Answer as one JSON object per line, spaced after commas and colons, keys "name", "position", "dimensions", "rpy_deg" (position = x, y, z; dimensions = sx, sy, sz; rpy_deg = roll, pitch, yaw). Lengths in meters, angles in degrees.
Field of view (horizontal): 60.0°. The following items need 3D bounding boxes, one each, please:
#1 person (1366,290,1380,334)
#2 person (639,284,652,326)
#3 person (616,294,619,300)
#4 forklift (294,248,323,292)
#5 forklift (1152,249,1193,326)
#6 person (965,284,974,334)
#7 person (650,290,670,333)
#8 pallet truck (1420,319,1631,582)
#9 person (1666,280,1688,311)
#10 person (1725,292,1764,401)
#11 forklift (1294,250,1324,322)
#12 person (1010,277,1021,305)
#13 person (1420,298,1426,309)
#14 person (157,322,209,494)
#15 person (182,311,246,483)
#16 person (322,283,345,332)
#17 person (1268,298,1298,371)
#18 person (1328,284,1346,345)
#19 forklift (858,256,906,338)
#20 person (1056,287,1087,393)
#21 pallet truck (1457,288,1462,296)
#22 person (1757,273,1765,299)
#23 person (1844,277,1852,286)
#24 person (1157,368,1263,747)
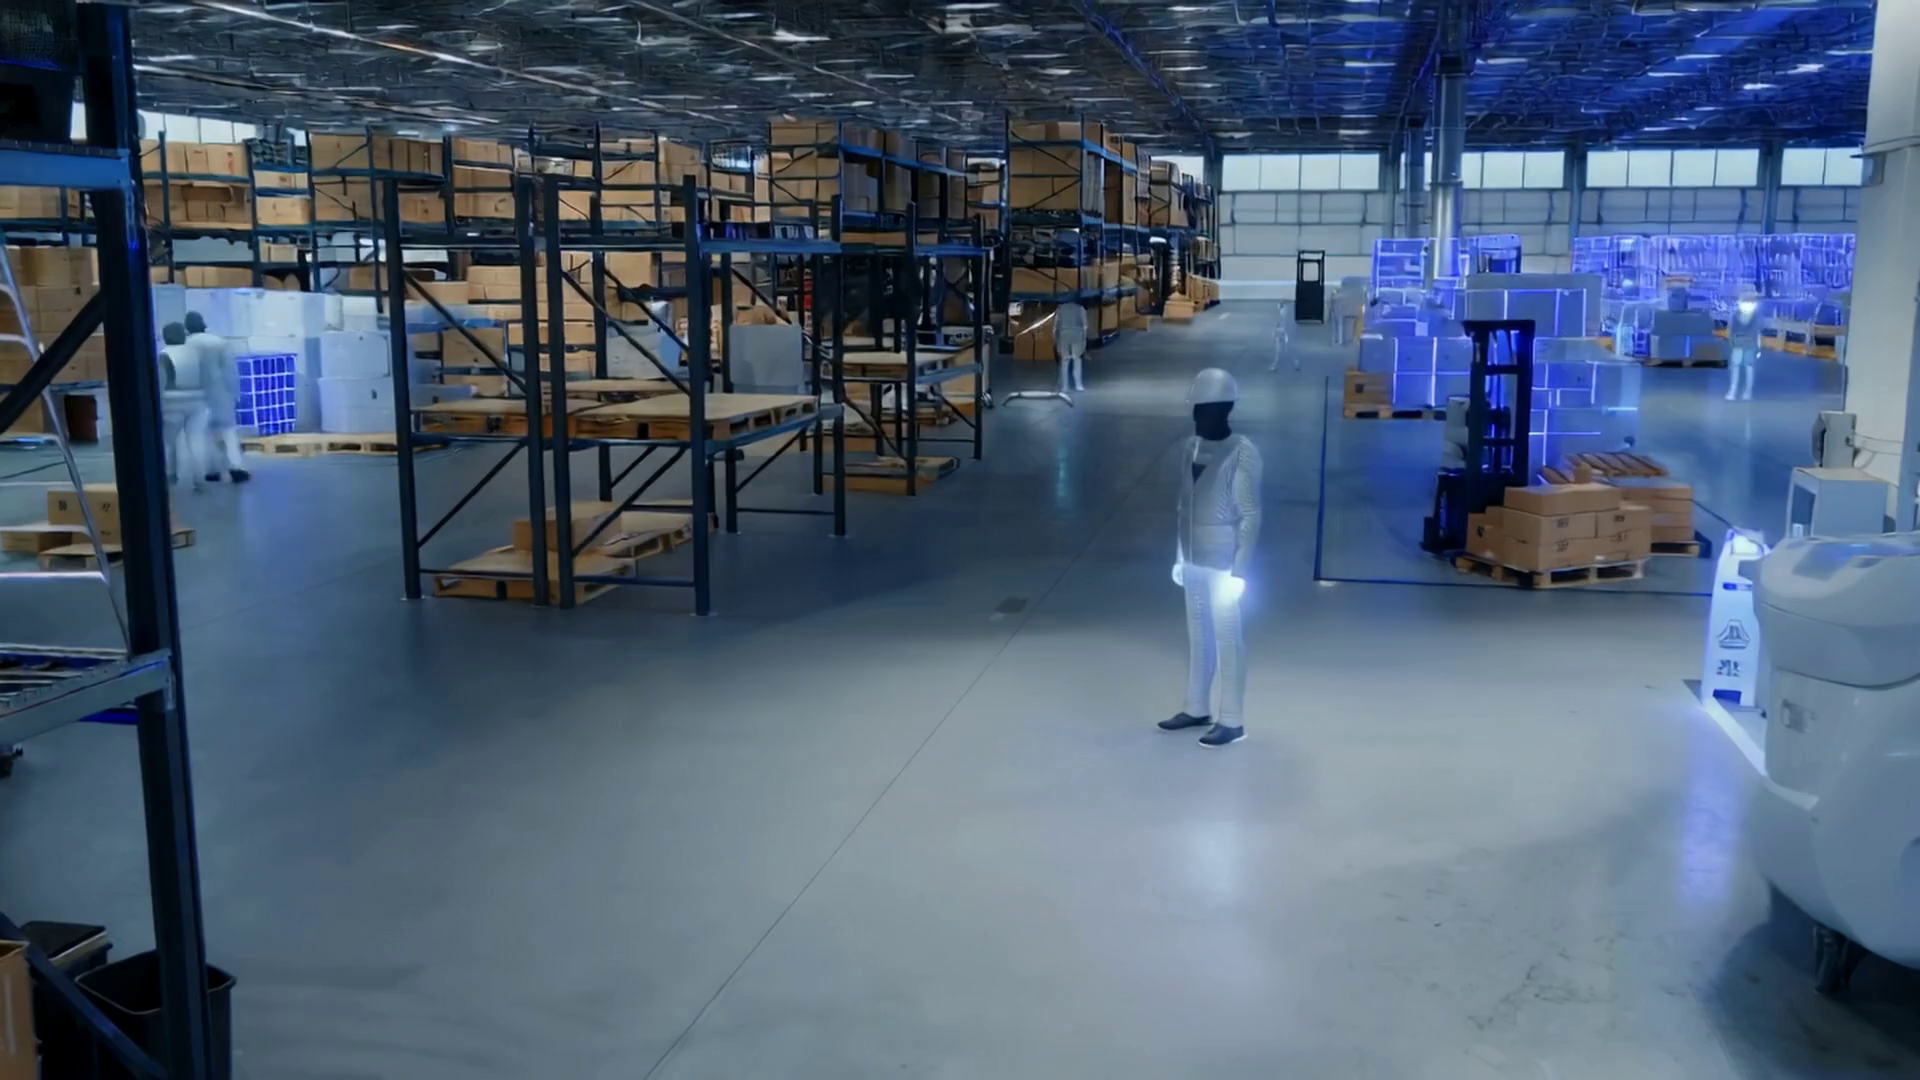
{"name": "person", "position": [8.553, -4.211, 34.182], "dimensions": [0.669, 1.858, 0.509], "rpy_deg": [3, 10, 19]}
{"name": "person", "position": [-7.622, -5.197, 39.898], "dimensions": [0.678, 1.898, 0.591], "rpy_deg": [0, 10, -2]}
{"name": "person", "position": [-8.478, -5.247, 40.973], "dimensions": [0.524, 1.631, 0.321], "rpy_deg": [1, 10, 3]}
{"name": "forklift", "position": [-20.459, -7.810, 52.453], "dimensions": [1.873, 2.768, 1.129], "rpy_deg": [4, 10, 20]}
{"name": "forklift", "position": [7.646, -9.320, 61.395], "dimensions": [1.873, 2.768, 1.129], "rpy_deg": [2, 10, 11]}
{"name": "person", "position": [0.416, -7.705, 55.476], "dimensions": [0.535, 1.650, 0.887], "rpy_deg": [2, 10, 11]}
{"name": "person", "position": [-7.580, -5.454, 42.005], "dimensions": [0.540, 1.696, 0.316], "rpy_deg": [-1, 10, -6]}
{"name": "pallet truck", "position": [4.543, -0.757, 13.299], "dimensions": [0.823, 1.965, 1.885], "rpy_deg": [-4, 10, -22]}
{"name": "person", "position": [22.416, -7.208, 52.059], "dimensions": [0.618, 1.801, 0.781], "rpy_deg": [3, 10, 17]}
{"name": "person", "position": [13.705, -3.362, 29.035], "dimensions": [0.571, 1.884, 0.971], "rpy_deg": [7, 12, 37]}
{"name": "forklift", "position": [13.778, -10.002, 65.433], "dimensions": [1.129, 2.768, 1.873], "rpy_deg": [2, 10, 12]}
{"name": "person", "position": [1.925, -8.362, 58.202], "dimensions": [0.391, 2.039, 0.615], "rpy_deg": [-3, 10, -18]}
{"name": "person", "position": [15.766, -7.808, 56.155], "dimensions": [0.326, 1.622, 0.577], "rpy_deg": [-5, 11, -28]}
{"name": "person", "position": [-8.246, -1.384, 17.554], "dimensions": [0.661, 1.822, 0.638], "rpy_deg": [7, 12, 38]}
{"name": "person", "position": [-8.350, -1.572, 18.413], "dimensions": [0.674, 1.908, 0.400], "rpy_deg": [-4, 11, -24]}
{"name": "person", "position": [-14.549, -4.961, 38.424], "dimensions": [0.637, 1.930, 0.395], "rpy_deg": [-2, 10, -10]}
{"name": "person", "position": [7.203, -4.563, 36.943], "dimensions": [0.664, 1.617, 0.518], "rpy_deg": [-2, 10, -9]}
{"name": "person", "position": [10.963, -6.567, 48.384], "dimensions": [0.525, 1.769, 0.327], "rpy_deg": [-2, 10, -10]}
{"name": "forklift", "position": [-1.654, -5.479, 38.652], "dimensions": [1.129, 2.768, 1.873], "rpy_deg": [2, 10, 12]}
{"name": "person", "position": [2.084, -3.714, 30.899], "dimensions": [0.608, 1.966, 0.374], "rpy_deg": [4, 11, 25]}
{"name": "pallet truck", "position": [20.506, -9.785, 68.819], "dimensions": [0.653, 1.274, 1.630], "rpy_deg": [2, 10, 12]}
{"name": "person", "position": [38.775, -11.983, 80.386], "dimensions": [0.906, 1.780, 0.602], "rpy_deg": [5, 11, 29]}
{"name": "person", "position": [30.904, -8.227, 57.969], "dimensions": [1.004, 1.839, 0.629], "rpy_deg": [-4, 11, -25]}
{"name": "person", "position": [1.289, 0.085, 8.517], "dimensions": [0.362, 1.928, 0.587], "rpy_deg": [-6, 11, -30]}
